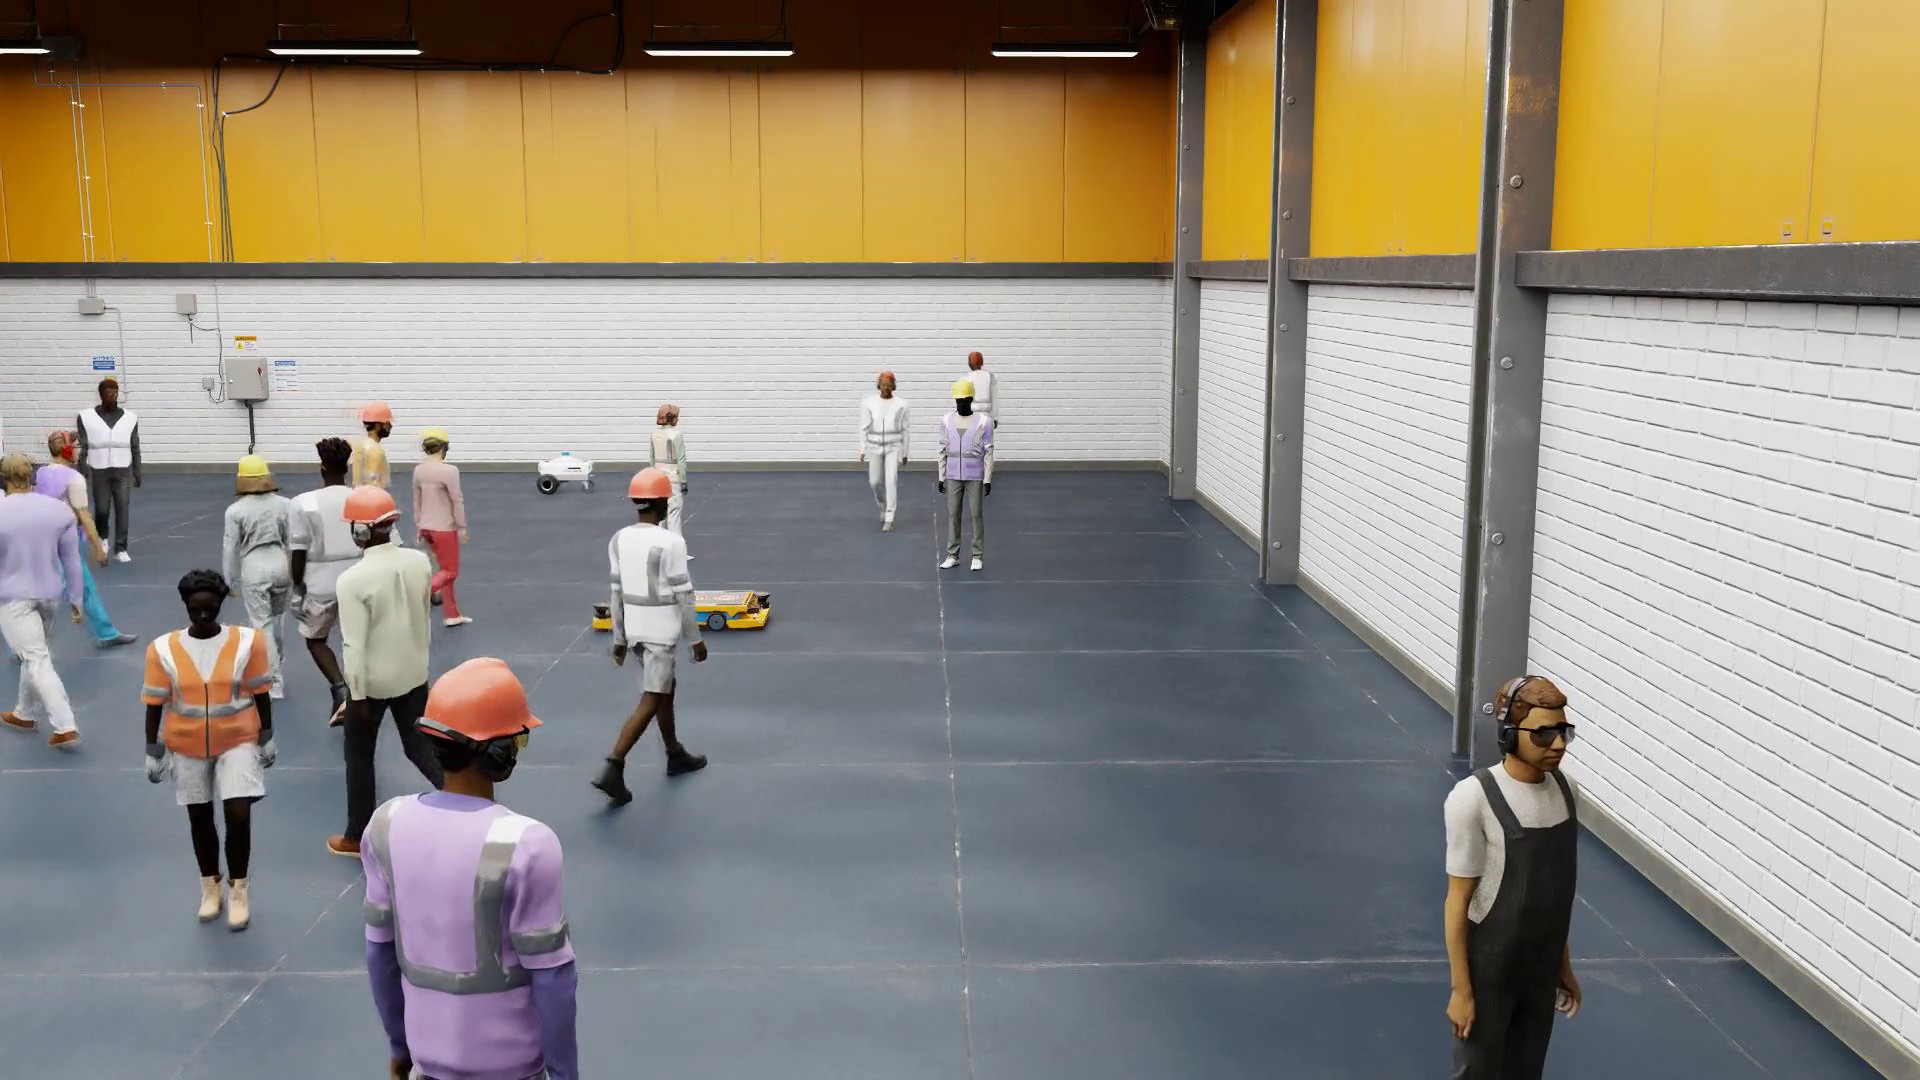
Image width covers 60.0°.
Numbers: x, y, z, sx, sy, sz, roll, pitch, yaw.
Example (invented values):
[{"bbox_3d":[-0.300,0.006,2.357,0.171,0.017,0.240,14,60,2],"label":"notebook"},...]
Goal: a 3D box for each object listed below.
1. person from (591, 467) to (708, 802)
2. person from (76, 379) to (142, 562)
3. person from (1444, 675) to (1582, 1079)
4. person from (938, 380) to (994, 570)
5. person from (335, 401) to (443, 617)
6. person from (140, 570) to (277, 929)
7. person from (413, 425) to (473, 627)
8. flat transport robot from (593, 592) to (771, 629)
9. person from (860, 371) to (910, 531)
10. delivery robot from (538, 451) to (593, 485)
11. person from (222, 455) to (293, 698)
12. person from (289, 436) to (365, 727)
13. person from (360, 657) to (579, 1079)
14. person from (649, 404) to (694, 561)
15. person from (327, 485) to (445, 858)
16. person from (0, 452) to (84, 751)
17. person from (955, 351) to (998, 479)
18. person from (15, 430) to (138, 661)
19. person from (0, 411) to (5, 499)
[{"bbox_3d":[-1.825,0.533,9.618,0.554,1.903,0.951,7,12,38],"label":"person"},{"bbox_3d":[-8.835,-0.726,17.290,0.619,1.904,0.494,-8,12,-40],"label":"person"},{"bbox_3d":[1.667,1.306,5.011,0.504,1.847,0.344,-5,11,-30],"label":"person"},{"bbox_3d":[0.049,-0.654,16.784,0.589,1.927,0.368,3,10,18],"label":"person"},{"bbox_3d":[-5.063,-0.269,14.558,0.988,1.882,0.550,-6,11,-34],"label":"person"},{"bbox_3d":[-3.438,0.961,7.616,0.555,1.673,0.568,-3,10,-17],"label":"person"},{"bbox_3d":[-4.406,-0.085,13.896,0.527,1.726,0.674,7,12,36],"label":"person"},{"bbox_3d":[-2.364,0.590,14.218,1.431,0.197,0.652,0,9,-1],"label":"flat transport robot"},{"bbox_3d":[-0.870,-1.065,19.527,0.577,1.862,0.804,1,9,6],"label":"person"},{"bbox_3d":[-5.346,-0.962,22.576,0.707,0.478,0.477,-1,9,-7],"label":"delivery robot"},{"bbox_3d":[-5.032,0.246,11.905,0.736,1.716,0.503,9,13,43],"label":"person"},{"bbox_3d":[-4.061,0.296,10.890,0.628,1.945,0.467,-7,12,-38],"label":"person"},{"bbox_3d":[-1.242,1.313,4.370,0.615,2.040,0.391,4,10,23],"label":"person"},{"bbox_3d":[-3.023,-0.590,17.286,0.512,1.634,0.312,8,12,39],"label":"person"},{"bbox_3d":[-2.846,0.693,8.427,0.892,1.964,0.616,5,11,30],"label":"person"},{"bbox_3d":[-5.924,0.384,10.588,1.037,1.892,0.621,6,11,32],"label":"person"},{"bbox_3d":[0.214,-1.745,23.613,0.616,1.875,0.498,-4,10,-21],"label":"person"},{"bbox_3d":[-6.982,0.036,12.978,0.579,1.796,0.989,7,12,38],"label":"person"},{"bbox_3d":[-10.418,-0.789,17.823,0.315,1.860,0.510,0,9,1],"label":"person"}]
